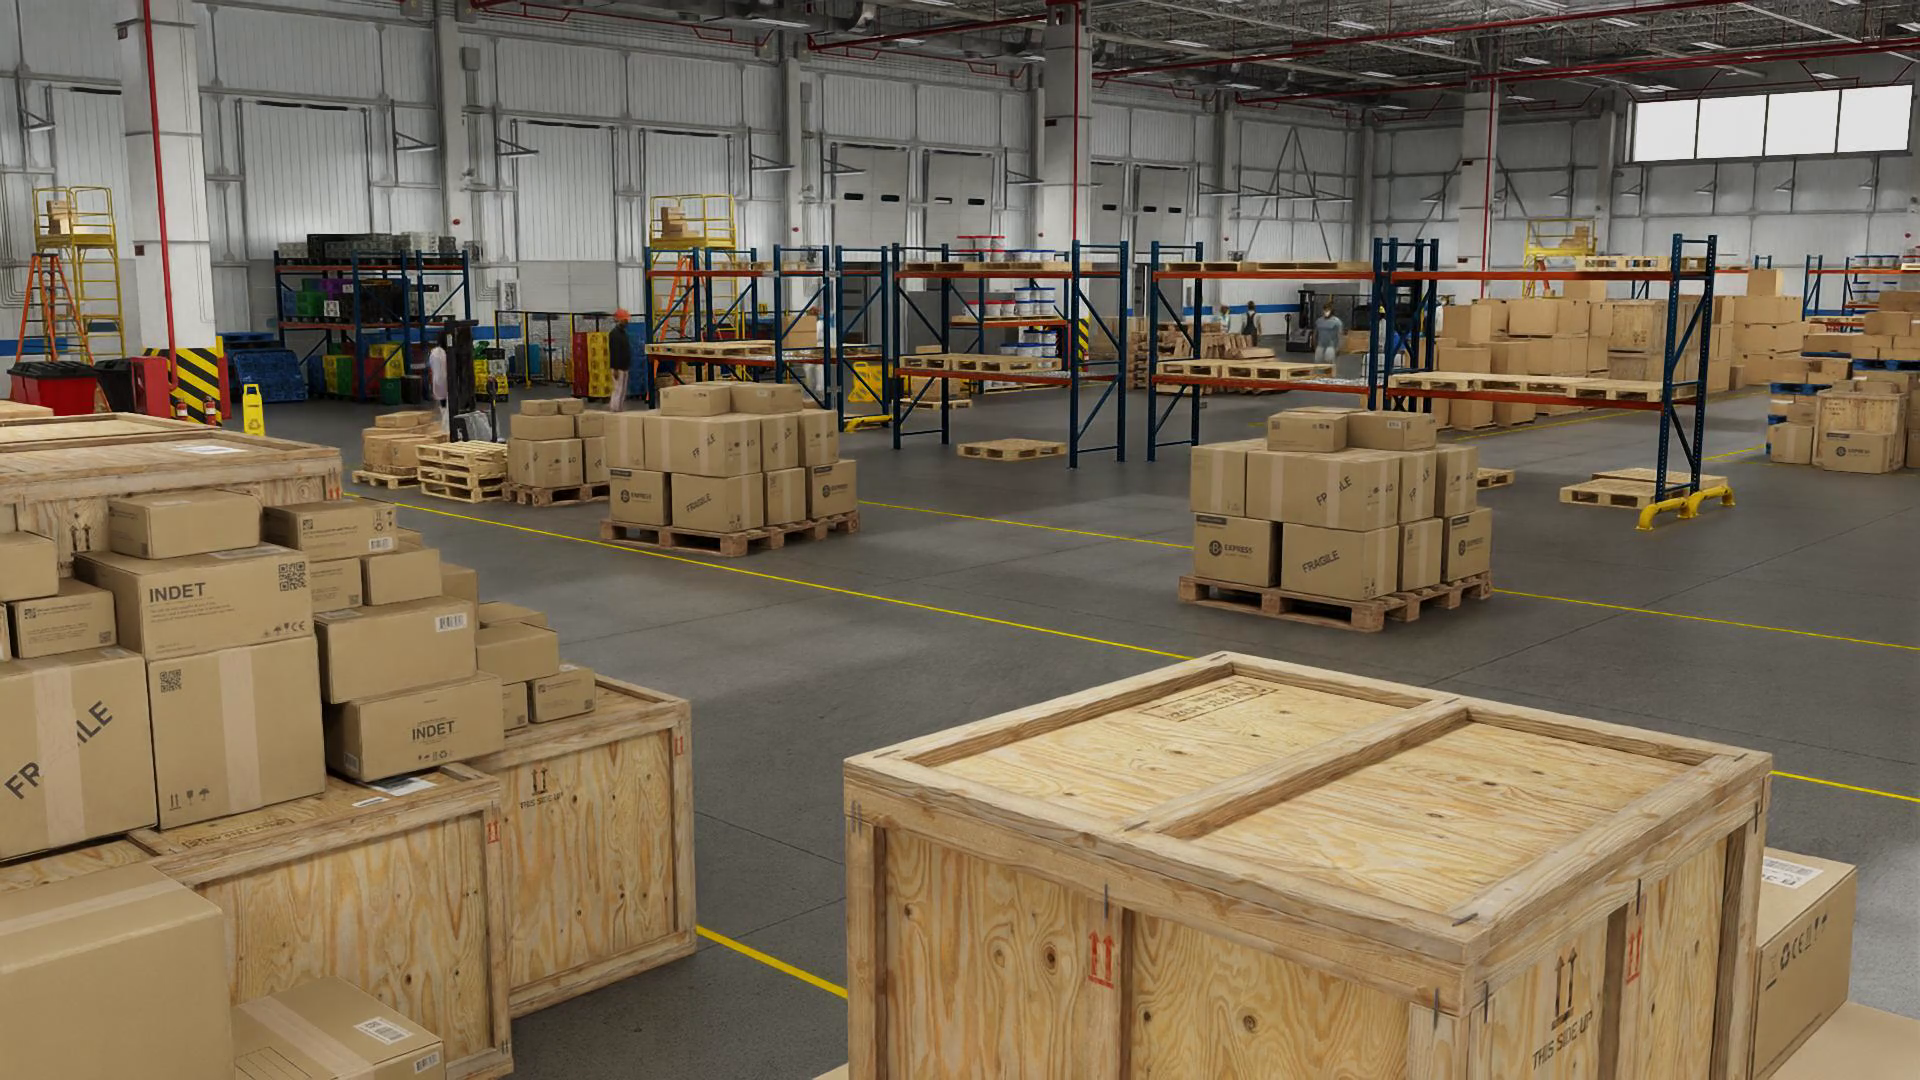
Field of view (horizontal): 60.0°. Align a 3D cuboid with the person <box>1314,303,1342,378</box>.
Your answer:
[{"bbox_3d":[7.899,-4.130,35.800,0.654,1.918,0.461,8,12,40],"label":"person"}]

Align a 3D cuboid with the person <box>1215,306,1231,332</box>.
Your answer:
[{"bbox_3d":[7.569,-5.929,47.817,0.556,1.590,0.837,-3,10,-16],"label":"person"}]

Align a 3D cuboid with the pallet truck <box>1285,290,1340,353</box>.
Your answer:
[{"bbox_3d":[11.297,-6.951,52.861,1.885,1.965,0.823,-5,11,-29],"label":"pallet truck"}]

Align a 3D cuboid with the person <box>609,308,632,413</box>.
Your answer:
[{"bbox_3d":[-5.731,-2.917,28.145,0.401,1.989,0.623,1,9,7],"label":"person"}]

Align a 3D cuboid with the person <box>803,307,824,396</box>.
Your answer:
[{"bbox_3d":[-3.064,-3.911,34.657,0.590,1.854,0.782,2,9,10],"label":"person"}]

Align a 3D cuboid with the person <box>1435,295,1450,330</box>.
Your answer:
[{"bbox_3d":[13.237,-5.724,45.519,0.630,1.940,0.372,7,12,37],"label":"person"}]

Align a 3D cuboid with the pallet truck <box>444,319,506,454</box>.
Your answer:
[{"bbox_3d":[-6.981,-1.942,22.150,1.885,1.965,0.823,1,9,9],"label":"pallet truck"}]

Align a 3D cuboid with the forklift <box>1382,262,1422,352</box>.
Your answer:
[{"bbox_3d":[10.956,-5.527,41.433,1.129,2.768,1.873,2,9,12],"label":"forklift"}]

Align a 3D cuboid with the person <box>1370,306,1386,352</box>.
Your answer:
[{"bbox_3d":[10.198,-4.811,40.516,0.483,1.745,0.305,-5,10,-27],"label":"person"}]

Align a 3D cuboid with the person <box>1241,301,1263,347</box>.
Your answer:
[{"bbox_3d":[7.557,-5.271,43.058,0.587,1.832,0.360,3,10,17],"label":"person"}]

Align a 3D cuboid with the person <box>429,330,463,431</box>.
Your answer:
[{"bbox_3d":[-7.155,-2.041,23.303,0.441,1.819,0.647,2,9,12],"label":"person"}]
